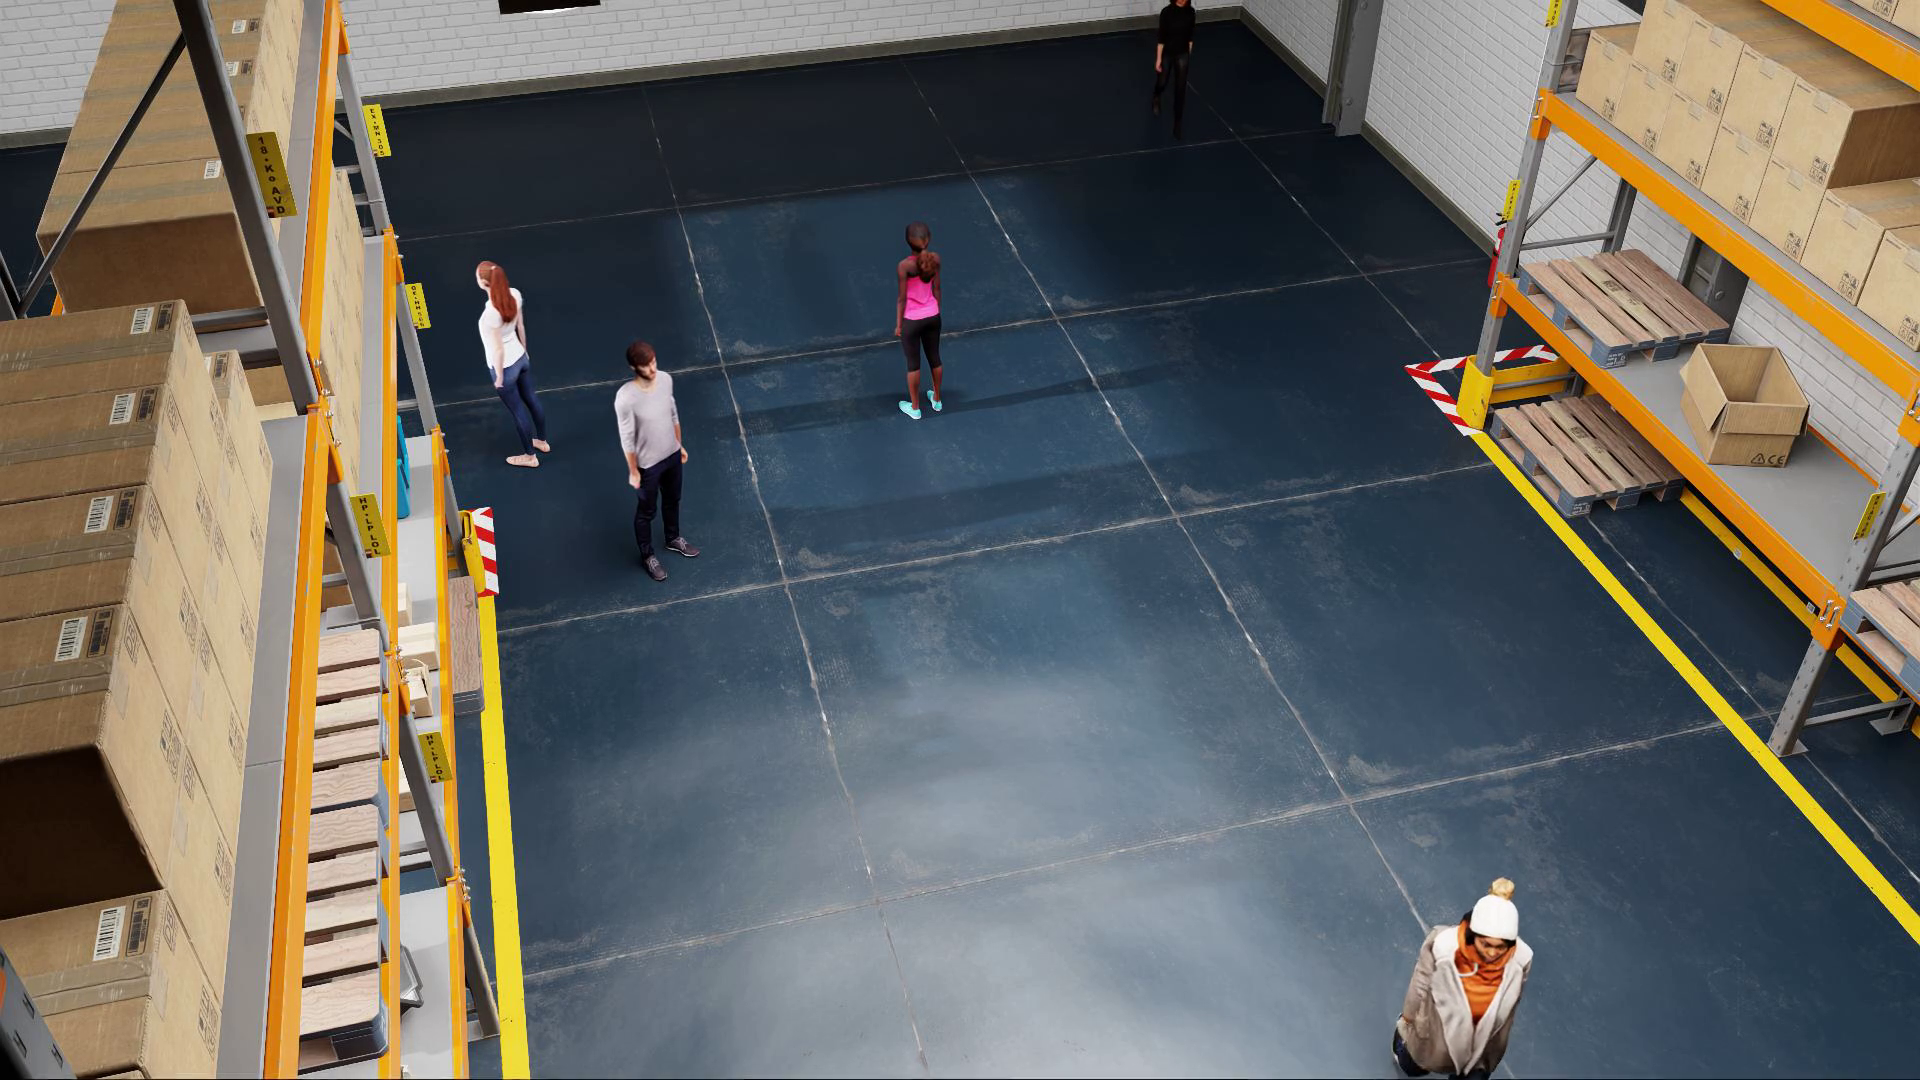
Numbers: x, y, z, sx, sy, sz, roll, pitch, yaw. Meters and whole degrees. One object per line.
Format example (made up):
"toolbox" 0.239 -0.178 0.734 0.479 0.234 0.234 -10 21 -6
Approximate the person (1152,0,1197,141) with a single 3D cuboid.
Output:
"person" 2.217 -5.108 17.486 0.692 1.613 1.084 -3 39 -4

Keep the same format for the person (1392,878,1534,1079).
"person" 2.410 2.248 8.067 0.930 1.873 1.174 3 39 4

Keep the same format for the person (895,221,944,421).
"person" -0.314 -1.748 13.191 0.616 1.722 0.624 -20 43 -23

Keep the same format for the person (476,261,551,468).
"person" -3.413 -1.336 12.664 0.719 1.737 0.627 12 40 15

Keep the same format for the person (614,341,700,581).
"person" -2.145 -0.591 11.646 0.755 1.843 0.734 26 46 29
